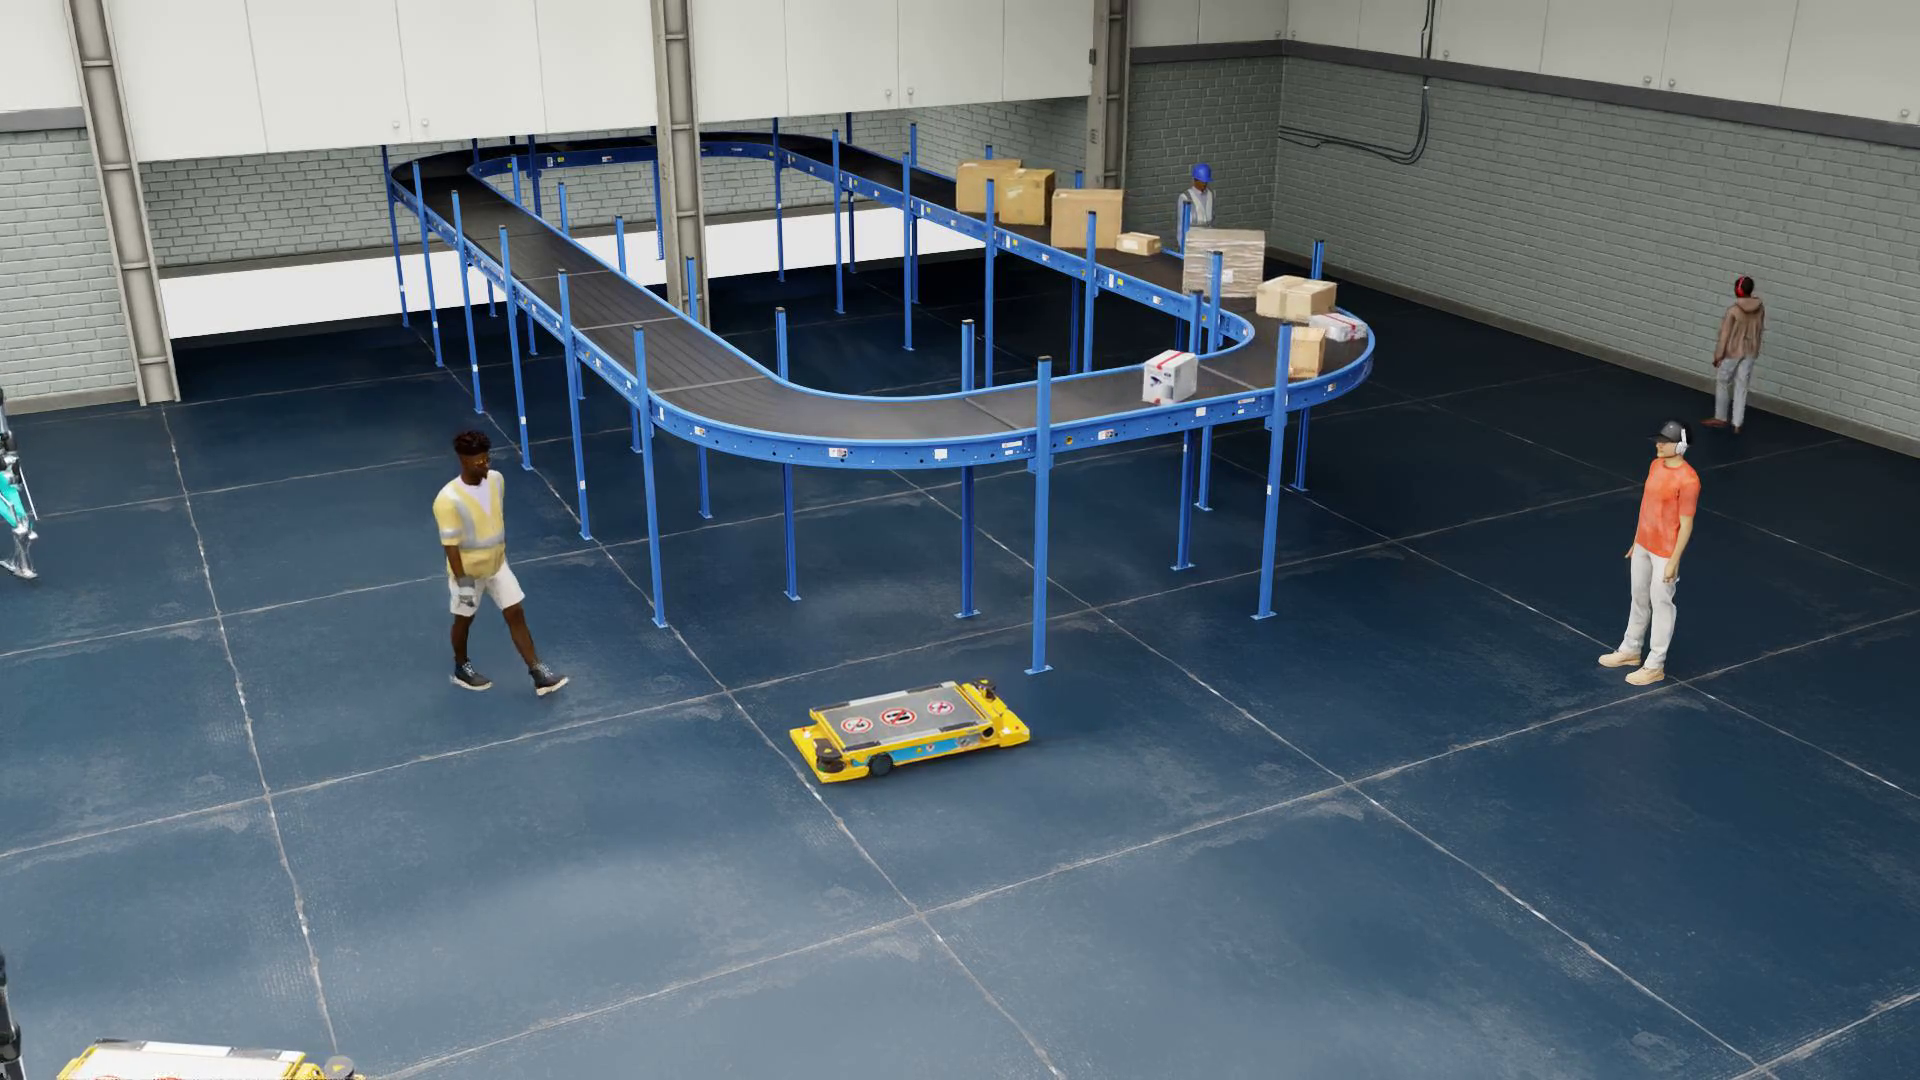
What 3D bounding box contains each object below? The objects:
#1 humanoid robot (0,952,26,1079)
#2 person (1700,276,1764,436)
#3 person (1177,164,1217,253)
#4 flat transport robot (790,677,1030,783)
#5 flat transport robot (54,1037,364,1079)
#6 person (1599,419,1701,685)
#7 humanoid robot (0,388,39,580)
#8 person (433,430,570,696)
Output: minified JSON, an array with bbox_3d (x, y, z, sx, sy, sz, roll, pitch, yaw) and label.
[{"bbox_3d":[-3.964,2.201,6.454,0.693,1.772,0.534,14,26,31],"label":"humanoid robot"},{"bbox_3d":[7.788,-1.844,16.626,0.527,1.615,0.565,-2,22,-5],"label":"person"},{"bbox_3d":[3.000,-3.795,21.048,0.612,1.933,0.414,-15,26,-32],"label":"person"},{"bbox_3d":[-0.328,1.230,10.835,1.431,0.231,0.659,-9,24,-21],"label":"flat transport robot"},{"bbox_3d":[-3.516,2.580,7.498,1.431,0.231,0.659,2,22,5],"label":"flat transport robot"},{"bbox_3d":[4.803,0.077,11.499,0.393,1.912,0.475,-6,23,-14],"label":"person"},{"bbox_3d":[-7.509,-0.456,13.054,0.901,1.775,0.541,10,24,24],"label":"humanoid robot"},{"bbox_3d":[-3.154,0.189,11.204,0.971,1.916,0.628,12,25,28],"label":"person"}]
